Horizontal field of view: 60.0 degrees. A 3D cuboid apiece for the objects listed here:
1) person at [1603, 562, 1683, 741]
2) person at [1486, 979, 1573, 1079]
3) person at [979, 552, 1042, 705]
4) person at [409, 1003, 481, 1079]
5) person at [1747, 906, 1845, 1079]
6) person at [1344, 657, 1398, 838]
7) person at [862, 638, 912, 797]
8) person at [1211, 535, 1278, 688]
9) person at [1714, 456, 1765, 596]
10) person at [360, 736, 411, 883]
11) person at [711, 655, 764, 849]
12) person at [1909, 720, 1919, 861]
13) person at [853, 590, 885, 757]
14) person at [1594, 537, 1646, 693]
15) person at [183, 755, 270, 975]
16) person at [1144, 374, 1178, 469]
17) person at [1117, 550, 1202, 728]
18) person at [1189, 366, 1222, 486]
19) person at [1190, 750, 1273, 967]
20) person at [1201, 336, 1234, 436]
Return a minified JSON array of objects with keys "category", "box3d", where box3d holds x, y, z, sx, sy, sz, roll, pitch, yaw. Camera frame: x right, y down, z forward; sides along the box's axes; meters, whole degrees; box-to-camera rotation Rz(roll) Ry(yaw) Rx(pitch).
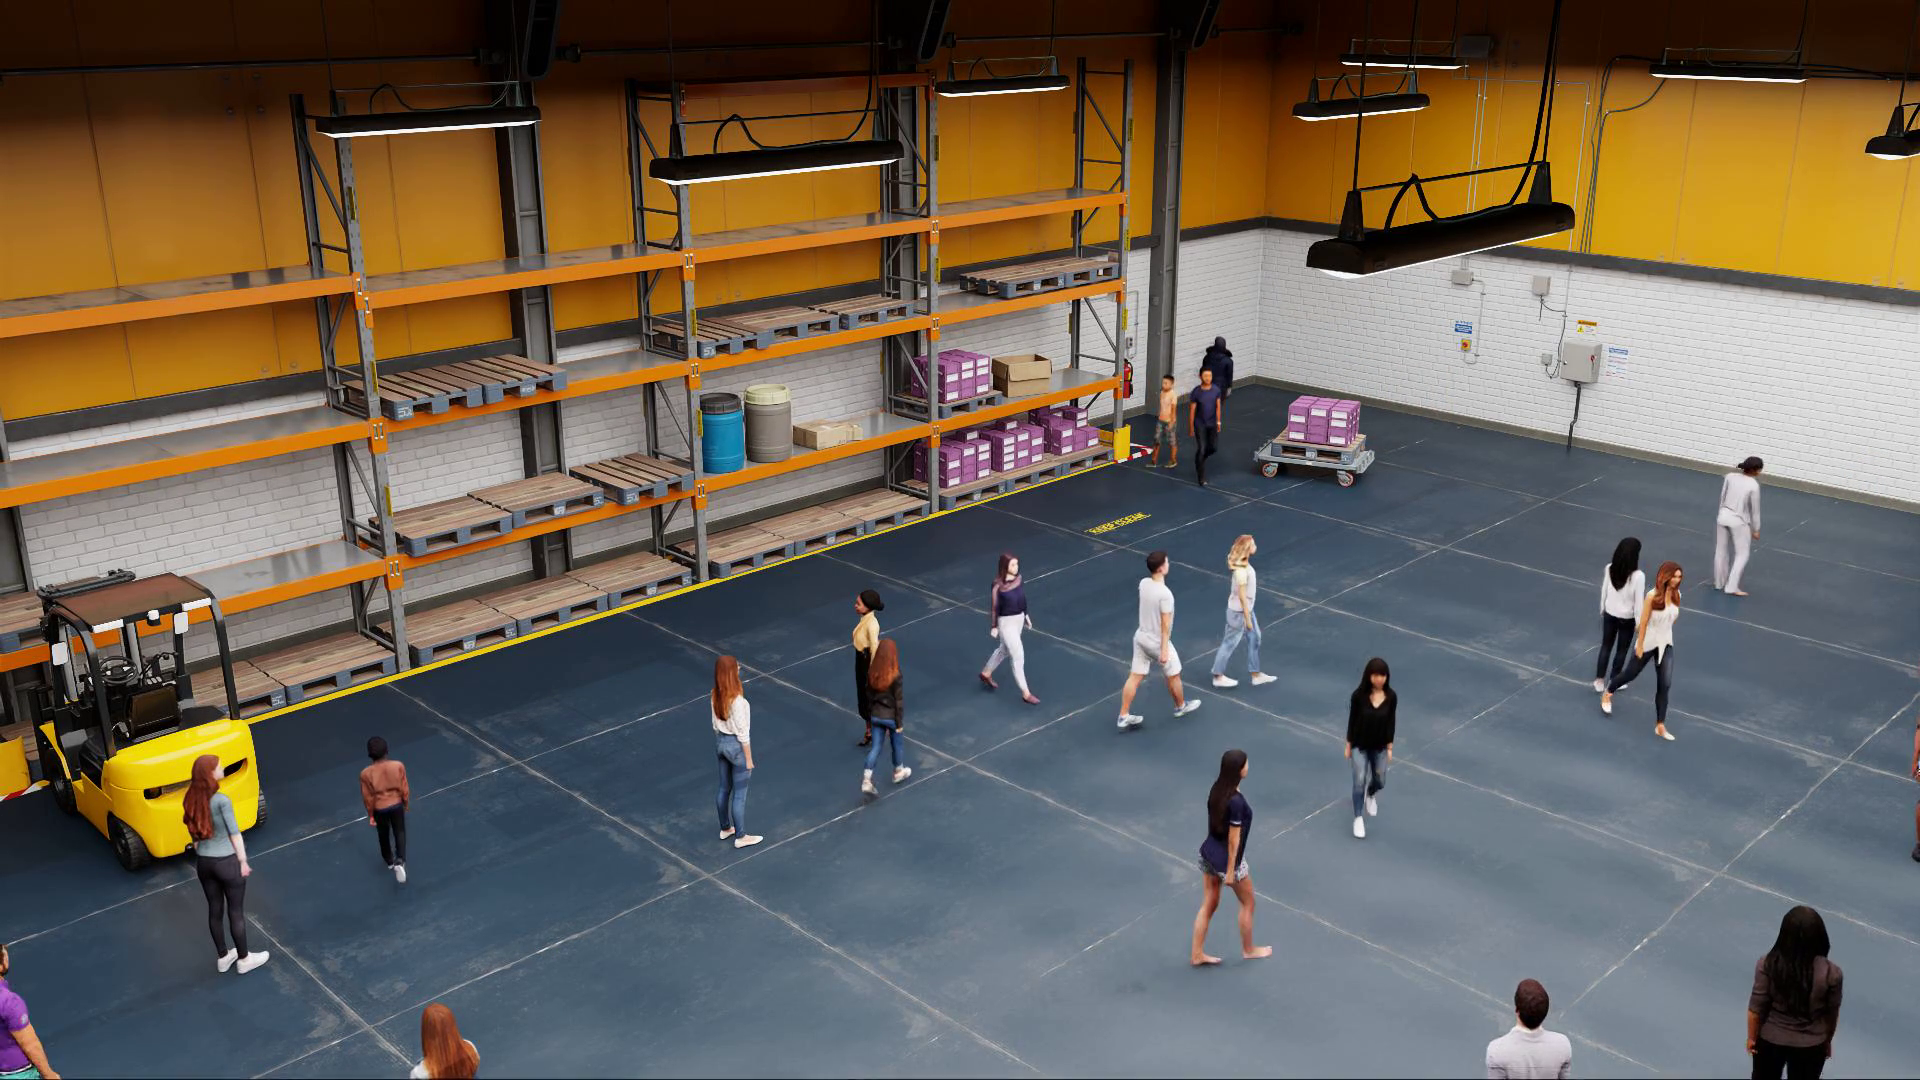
[{"category":"person","box3d":[6.762,1.033,16.408,1.205,1.734,1.093,-4,19,-11]},{"category":"person","box3d":[3.172,3.368,9.337,1.205,1.823,1.196,-2,19,-6]},{"category":"person","box3d":[0.472,0.881,17.110,0.766,1.575,1.033,14,23,35]},{"category":"person","box3d":[-2.879,3.392,9.453,0.713,1.703,0.526,12,22,31]},{"category":"person","box3d":[5.042,3.110,10.100,0.837,1.824,1.036,9,20,24]},{"category":"person","box3d":[3.540,1.743,14.452,0.798,1.637,0.867,1,19,3]},{"category":"person","box3d":[-0.709,1.625,15.079,0.759,1.460,1.008,9,21,25]},{"category":"person","box3d":[2.803,0.764,17.264,1.020,1.698,0.985,2,19,5]},{"category":"person","box3d":[9.354,-0.212,20.126,0.757,1.719,0.701,15,24,38]},{"category":"person","box3d":[-4.702,2.214,13.678,0.856,1.237,0.789,-7,20,-21]},{"category":"person","box3d":[-1.944,1.785,14.183,0.502,1.729,0.571,-17,25,-41]},{"category":"person","box3d":[8.211,1.875,13.919,0.668,1.727,0.706,11,21,29]},{"category":"person","box3d":[-0.874,1.254,15.879,0.672,1.653,0.656,-6,19,-16]},{"category":"person","box3d":[6.812,0.787,17.203,0.638,1.693,0.664,-15,24,-37]},{"category":"person","box3d":[-5.485,2.404,12.323,0.663,1.743,0.678,6,20,18]},{"category":"person","box3d":[3.199,-1.802,25.285,0.538,1.441,0.812,17,25,42]},{"category":"person","box3d":[1.828,1.016,16.346,1.271,1.806,0.911,-11,21,-29]},{"category":"person","box3d":[3.580,-1.714,24.494,0.910,1.779,0.927,-5,19,-14]},{"category":"person","box3d":[1.882,2.402,12.331,0.971,1.741,0.810,-6,20,-17]},{"category":"person","box3d":[4.101,-2.446,26.843,0.755,1.667,0.755,10,21,27]}]
